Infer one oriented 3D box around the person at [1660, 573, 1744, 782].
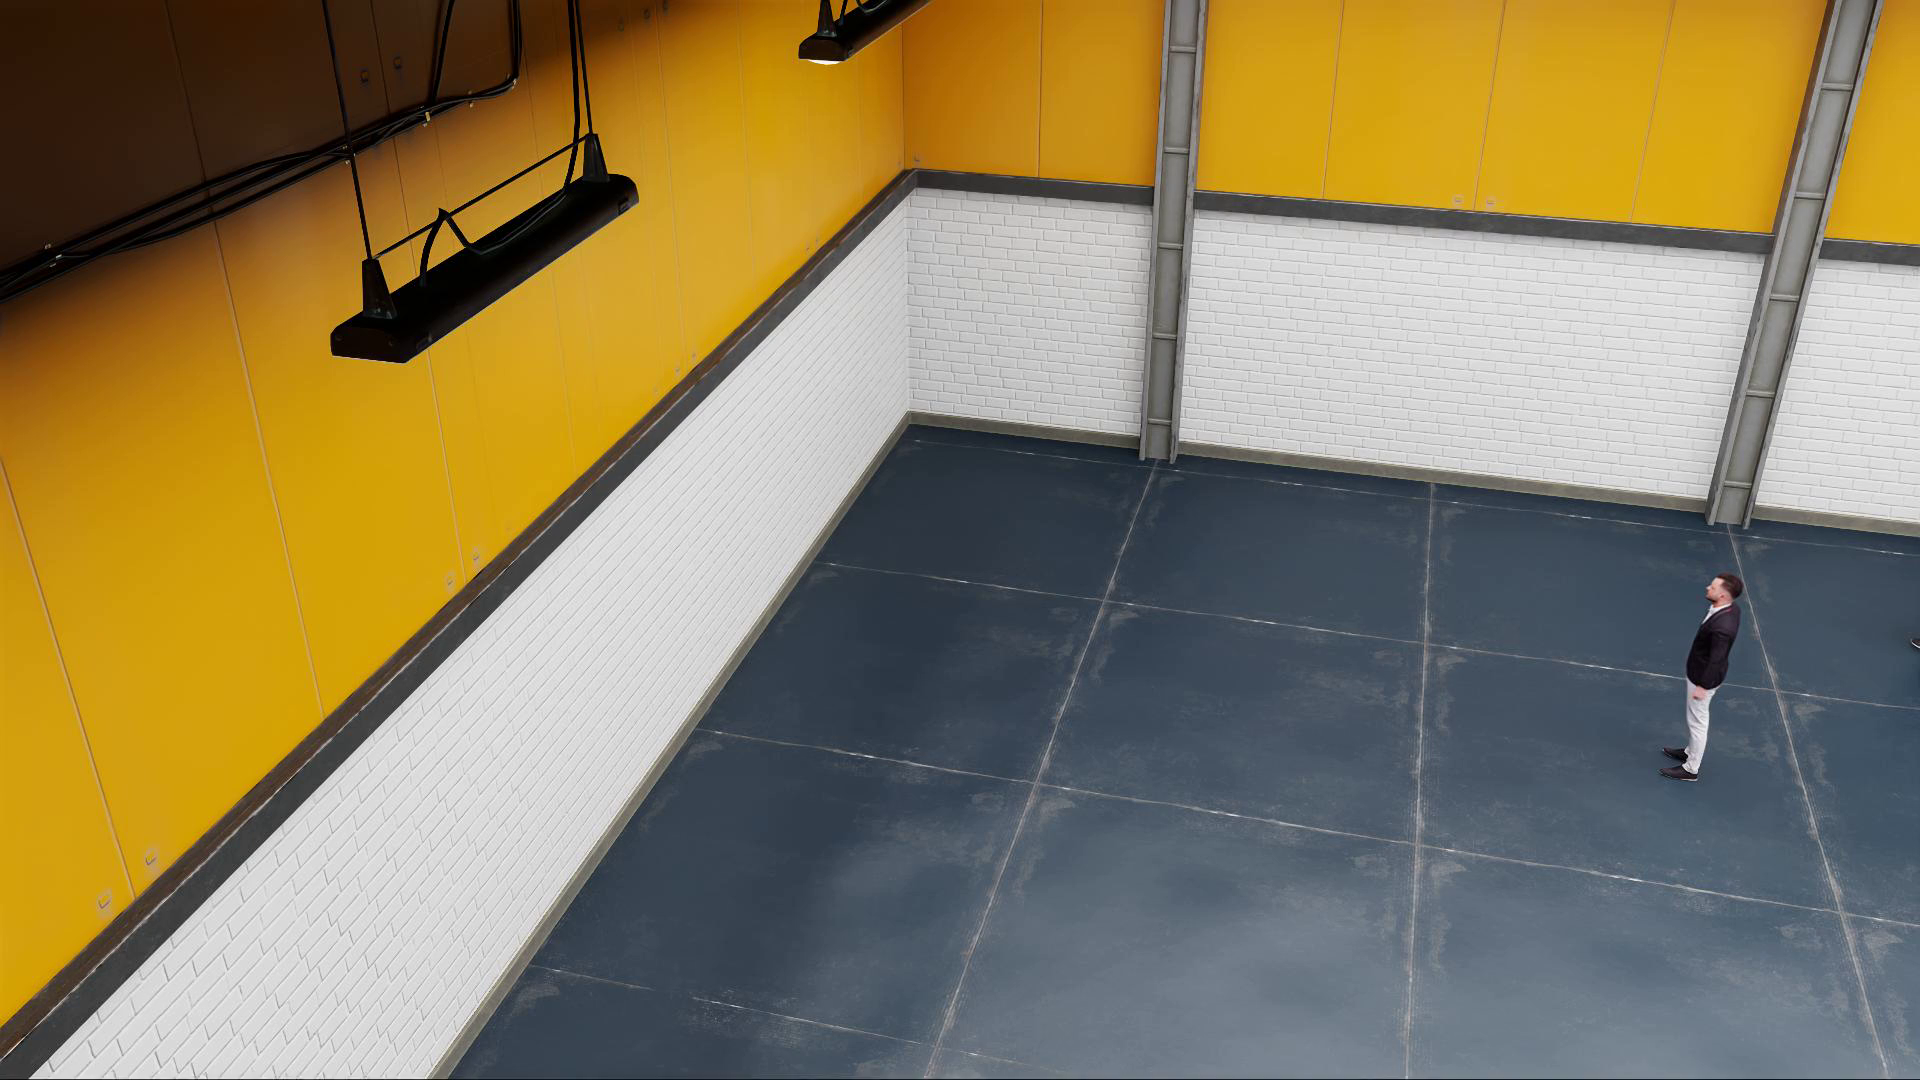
[{"bbox_3d":[5.924,1.076,13.167,0.653,1.844,0.711,16,32,26],"label":"person"}]
